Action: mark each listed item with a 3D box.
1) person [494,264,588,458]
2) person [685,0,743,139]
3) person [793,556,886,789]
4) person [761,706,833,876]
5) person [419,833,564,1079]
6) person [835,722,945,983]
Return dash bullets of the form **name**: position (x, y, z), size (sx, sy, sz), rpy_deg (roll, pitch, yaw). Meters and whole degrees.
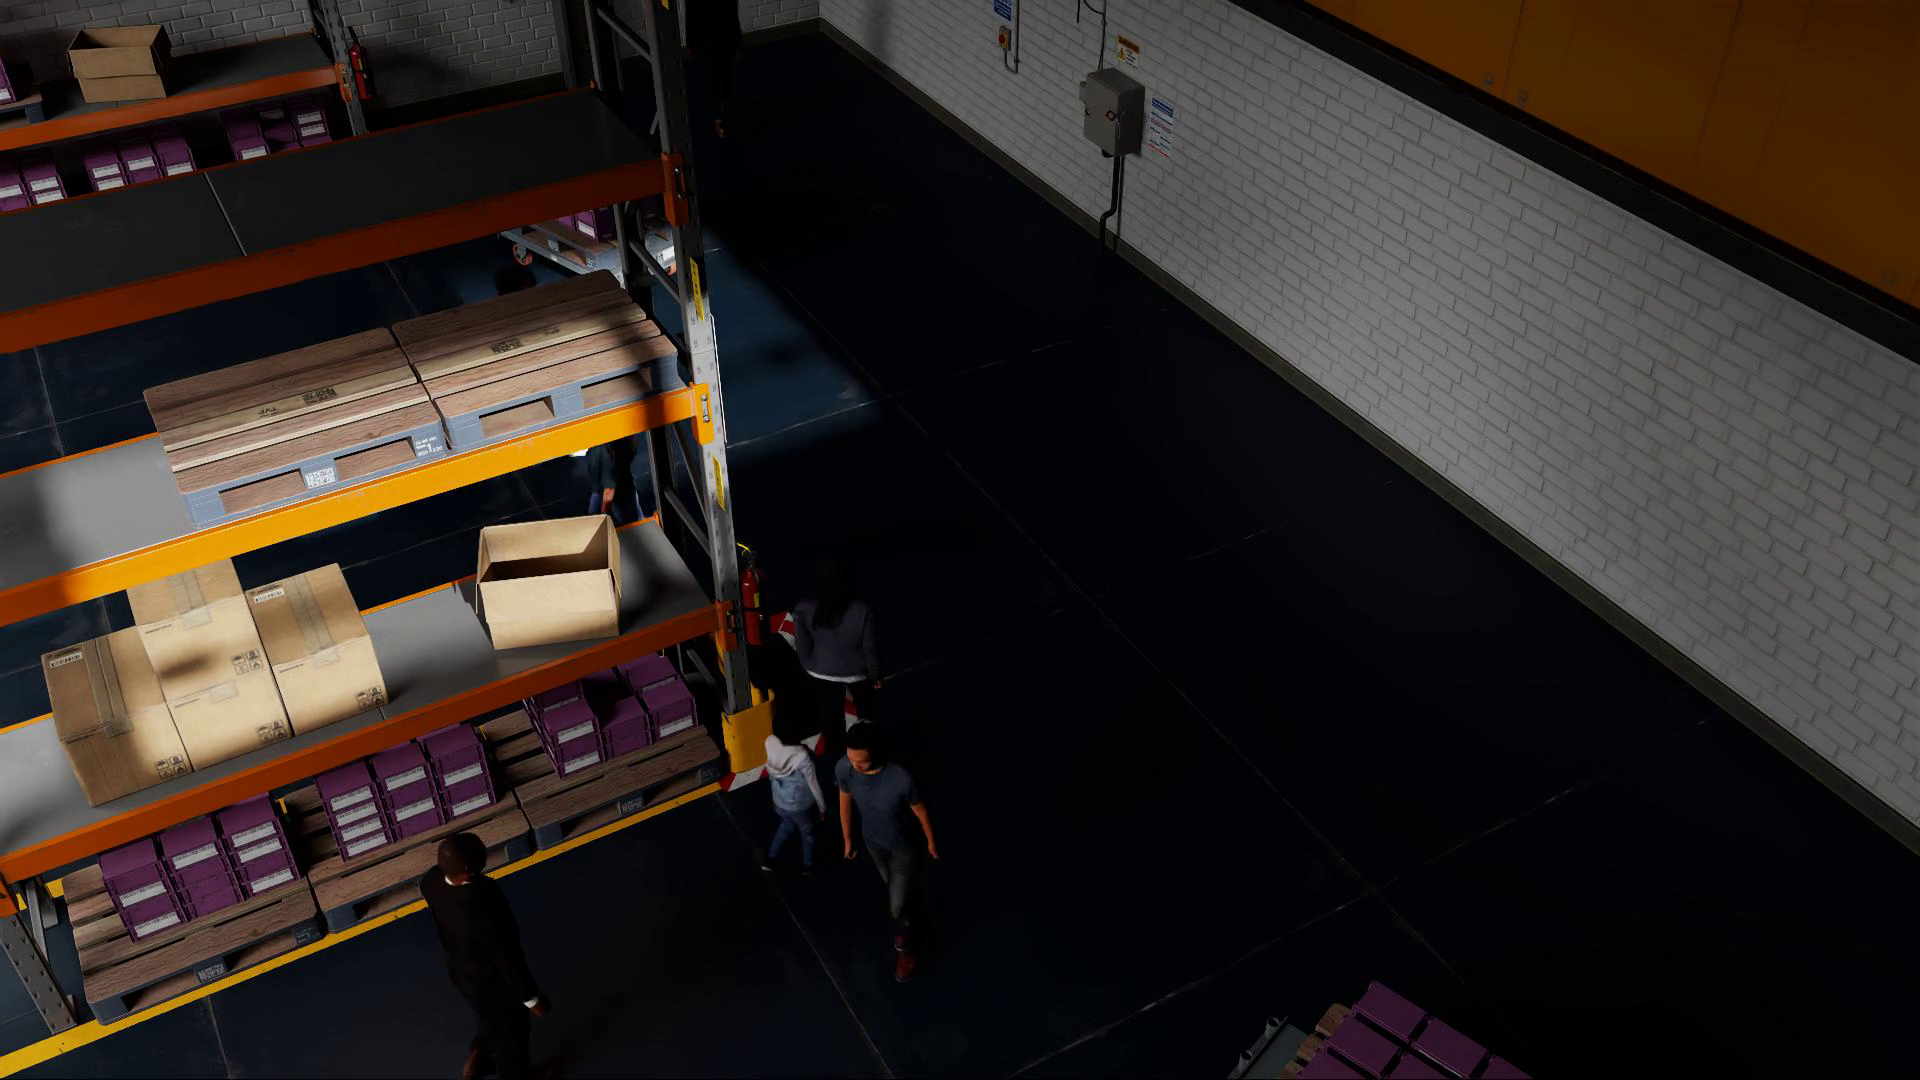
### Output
- **person**: position (-3.250, -1.290, 12.432), size (1.131, 1.705, 0.739), rpy_deg (-13, 40, -16)
- **person**: position (-2.513, -5.010, 17.033), size (1.164, 1.776, 0.971), rpy_deg (-9, 40, -12)
- **person**: position (-0.721, 0.806, 9.927), size (1.106, 1.556, 1.070), rpy_deg (2, 39, 2)
- **person**: position (-0.967, 1.468, 9.346), size (0.629, 1.247, 0.740), rpy_deg (29, 47, 31)
- **person**: position (-2.328, 2.132, 7.998), size (0.786, 1.892, 0.774), rpy_deg (-30, 47, -32)
- **person**: position (-0.310, 1.524, 8.854), size (0.850, 1.773, 0.883), rpy_deg (15, 41, 18)
